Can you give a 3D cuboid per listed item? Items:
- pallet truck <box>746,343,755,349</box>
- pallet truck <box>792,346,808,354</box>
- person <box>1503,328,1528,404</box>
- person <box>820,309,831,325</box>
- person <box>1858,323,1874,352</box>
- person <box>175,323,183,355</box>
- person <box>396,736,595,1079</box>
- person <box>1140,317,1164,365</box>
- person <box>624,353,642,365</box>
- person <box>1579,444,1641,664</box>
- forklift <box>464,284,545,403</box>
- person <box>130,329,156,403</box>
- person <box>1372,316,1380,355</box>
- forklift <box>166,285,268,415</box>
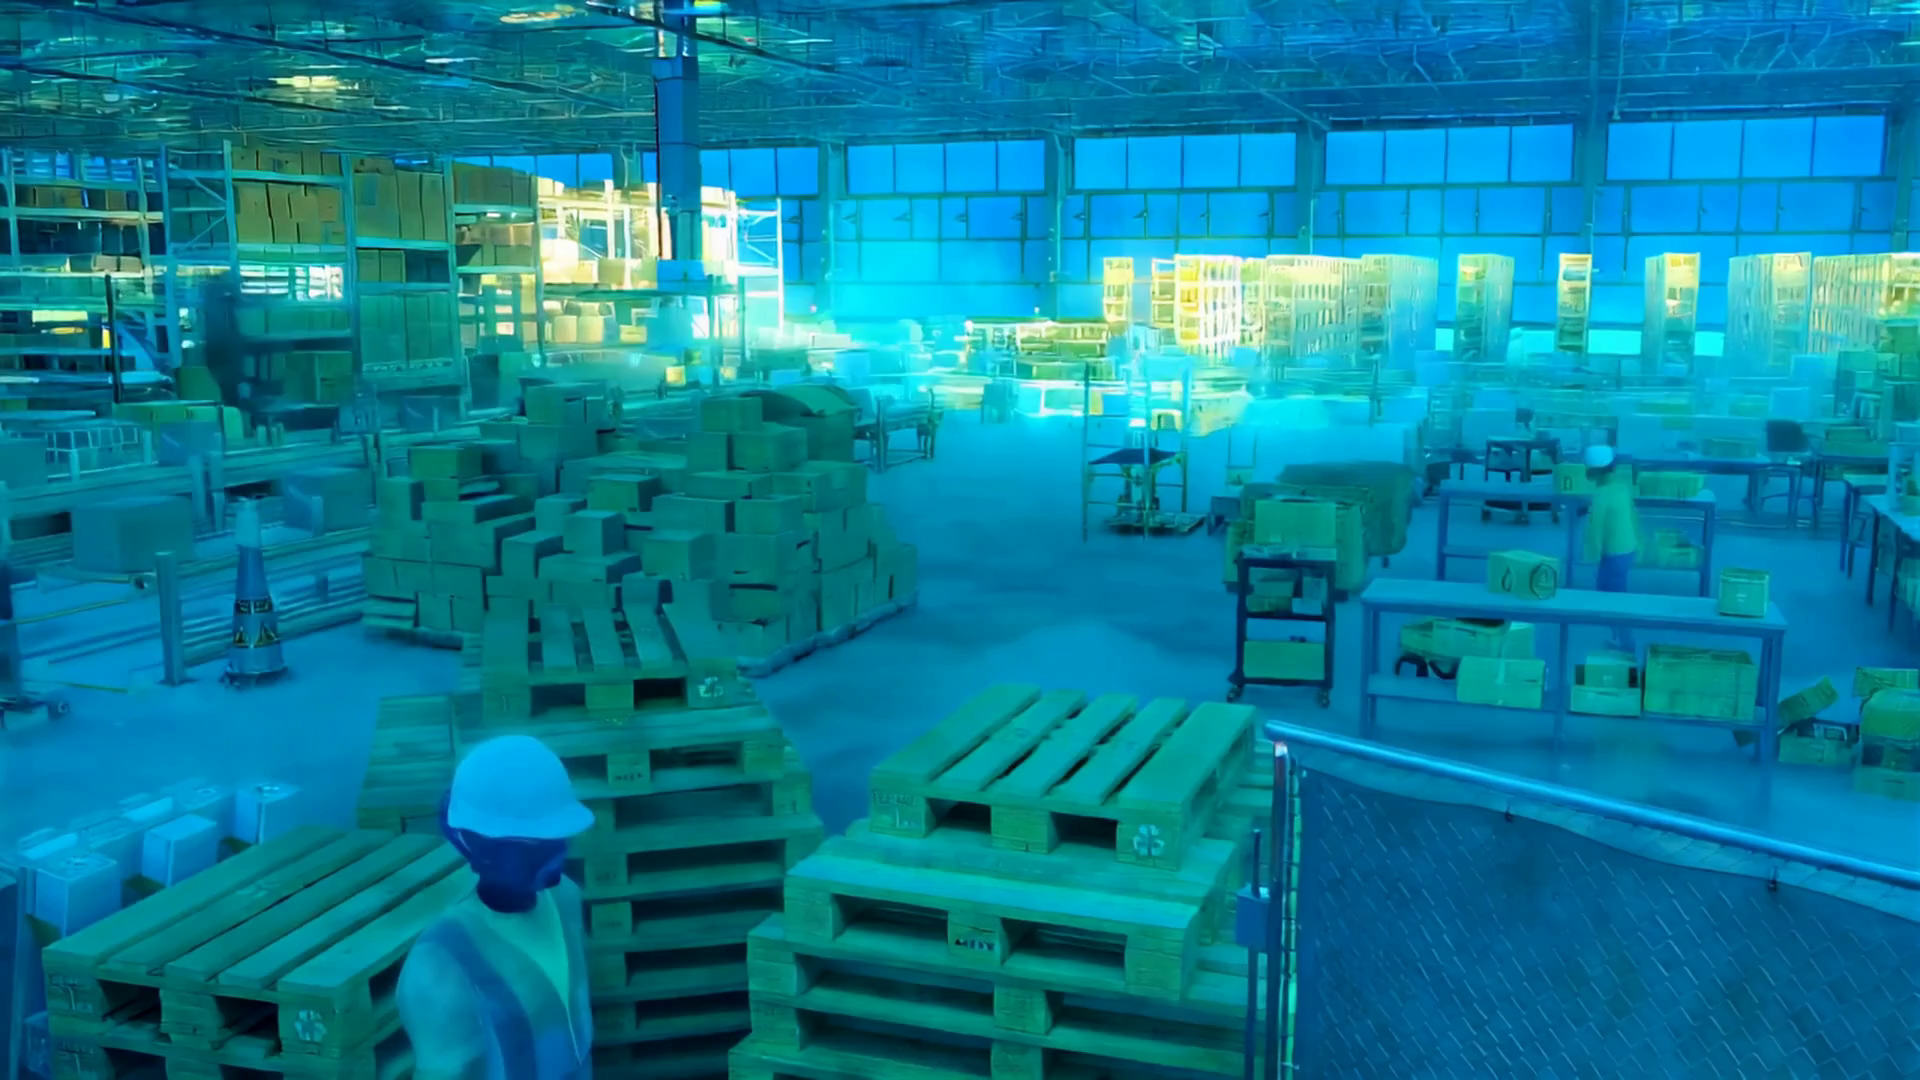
[{"bbox_3d":[-6.183,-4.618,44.264,1.601,1.201,0.680,-9,12,-43],"label":"pallet truck"},{"bbox_3d":[-3.705,-4.298,42.022,0.653,1.274,1.630,3,10,20],"label":"pallet truck"},{"bbox_3d":[13.111,-4.122,39.386,0.547,1.793,0.640,9,13,43],"label":"person"},{"bbox_3d":[-5.133,-8.008,63.986,0.491,1.721,0.676,-6,11,-33],"label":"person"},{"bbox_3d":[25.504,-5.279,46.672,1.012,1.779,0.579,3,9,16],"label":"person"},{"bbox_3d":[-23.714,-5.959,50.488,0.547,1.926,0.606,5,10,27],"label":"person"},{"bbox_3d":[-0.965,1.431,3.726,0.373,2.044,0.608,2,9,12],"label":"person"},{"bbox_3d":[5.499,-5.459,47.608,0.663,1.855,1.007,0,9,2],"label":"person"},{"bbox_3d":[-8.694,-4.798,44.276,0.509,1.576,0.875,7,12,39],"label":"person"},{"bbox_3d":[5.093,0.108,13.021,0.539,1.719,0.549,9,12,43],"label":"person"},{"bbox_3d":[-10.832,-4.702,39.610,1.129,2.768,1.873,3,10,20],"label":"forklift"},{"bbox_3d":[-17.270,-3.508,35.176,0.597,1.903,0.667,0,9,-3],"label":"person"},{"bbox_3d":[13.155,-6.324,52.629,0.422,1.983,0.609,3,10,18],"label":"person"},{"bbox_3d":[-16.081,-4.106,35.873,1.873,2.768,1.129,-3,9,-17],"label":"forklift"}]
